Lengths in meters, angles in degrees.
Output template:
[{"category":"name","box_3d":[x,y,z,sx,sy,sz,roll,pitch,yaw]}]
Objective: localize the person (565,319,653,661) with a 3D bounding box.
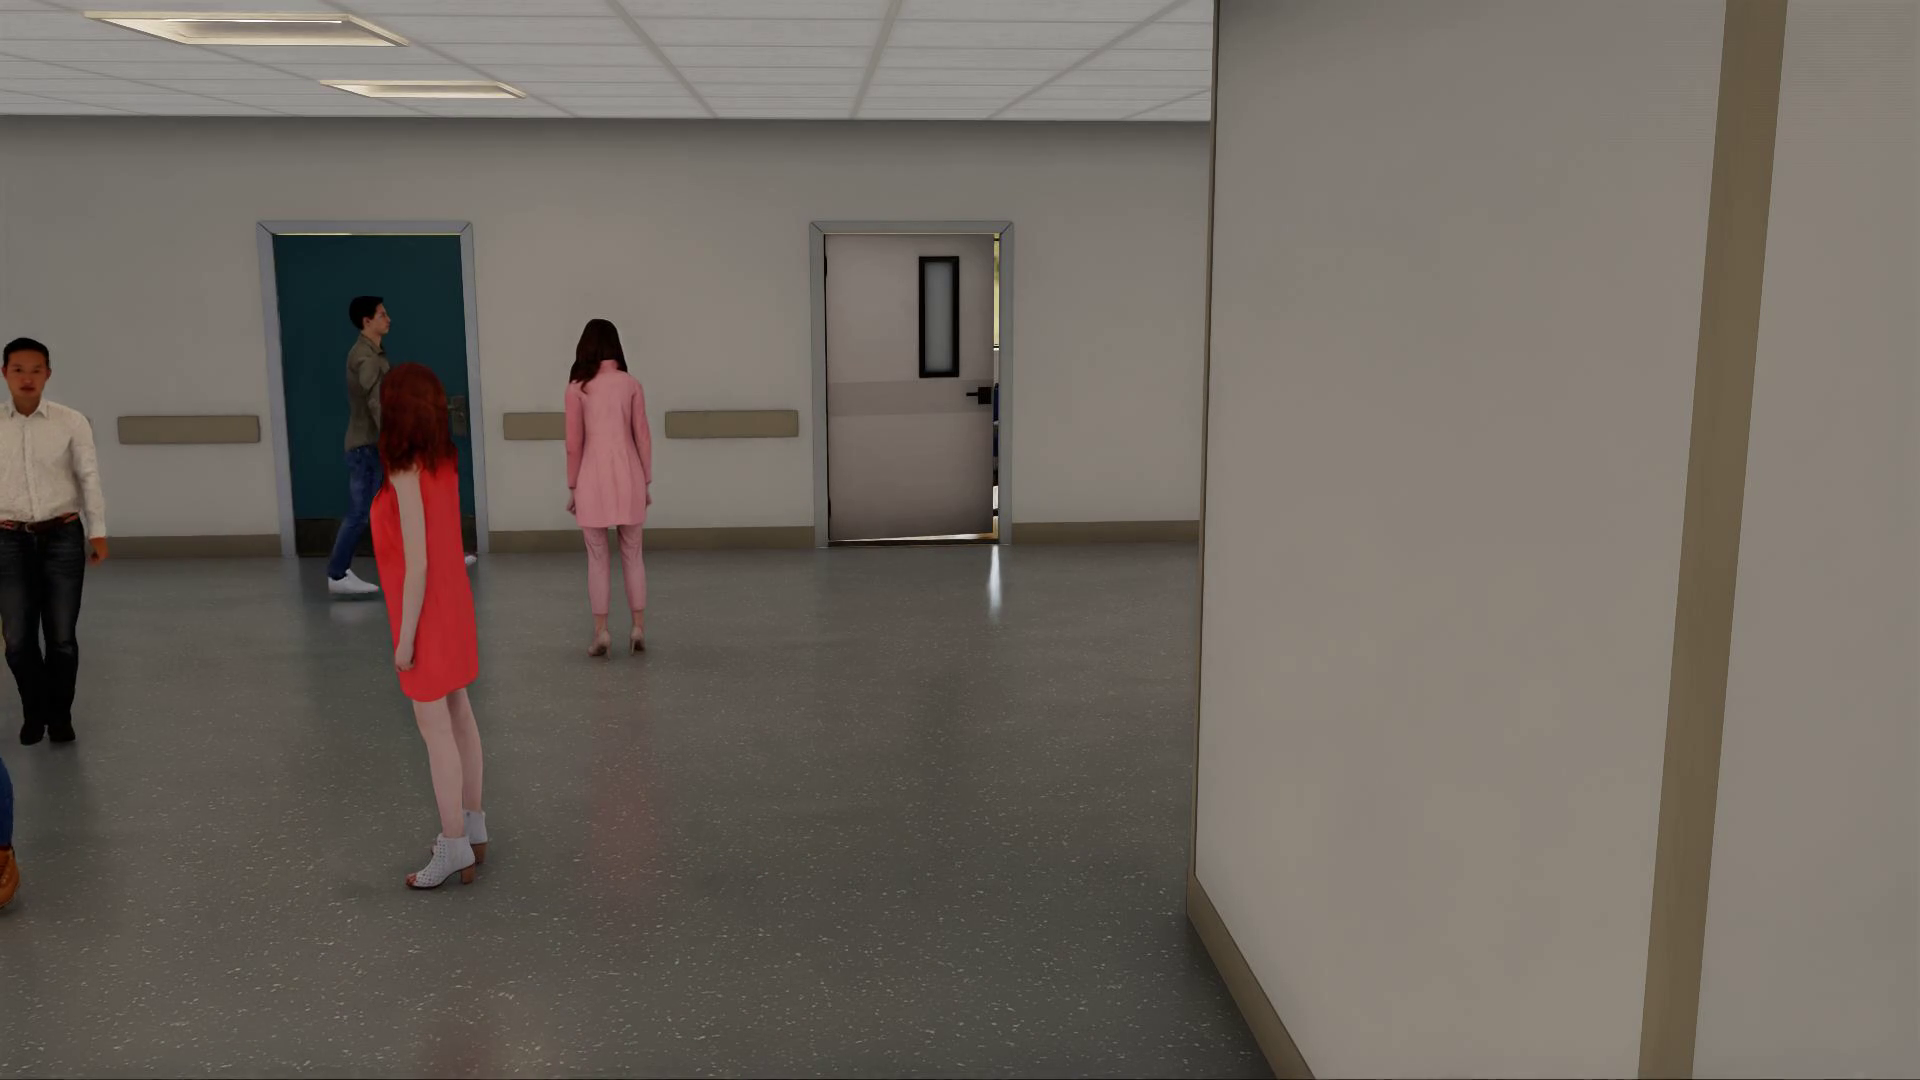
[{"category":"person","box_3d":[-1.858,-0.269,8.810,0.569,1.802,0.732,-4,12,-22]}]

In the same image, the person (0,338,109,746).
[{"category":"person","box_3d":[-4.075,0.006,7.376,0.694,1.797,0.829,-5,12,-25]}]

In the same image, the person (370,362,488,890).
[{"category":"person","box_3d":[-1.835,0.293,5.785,0.559,1.826,0.624,0,11,3]}]

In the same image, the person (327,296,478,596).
[{"category":"person","box_3d":[-3.682,-0.535,10.174,1.121,1.817,0.766,-2,11,-12]}]
